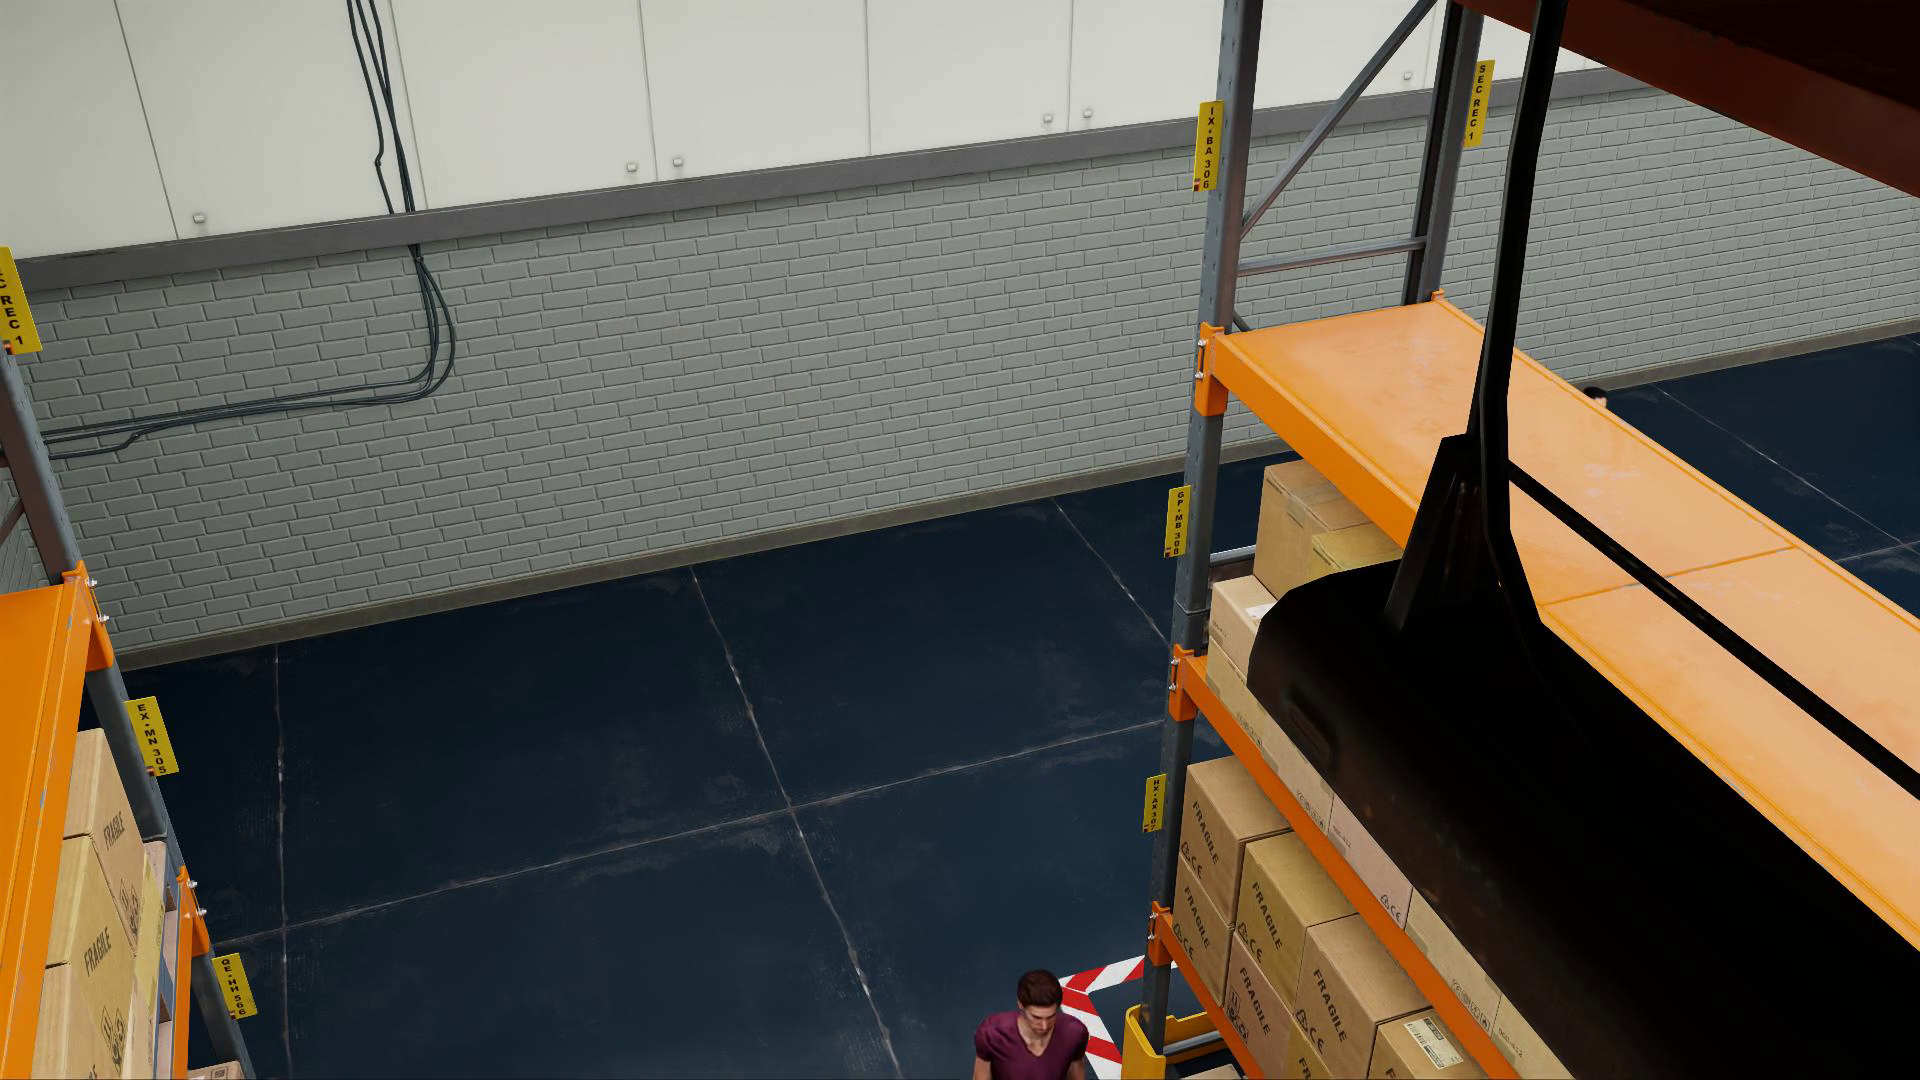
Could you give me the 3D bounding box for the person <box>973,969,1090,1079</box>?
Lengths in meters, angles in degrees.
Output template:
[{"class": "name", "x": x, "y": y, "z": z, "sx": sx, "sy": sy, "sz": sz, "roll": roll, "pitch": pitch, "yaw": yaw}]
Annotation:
[{"class": "person", "x": 0.286, "y": 2.524, "z": 7.345, "sx": 0.798, "sy": 1.839, "sz": 0.879, "roll": -2, "pitch": 32, "yaw": -3}]
